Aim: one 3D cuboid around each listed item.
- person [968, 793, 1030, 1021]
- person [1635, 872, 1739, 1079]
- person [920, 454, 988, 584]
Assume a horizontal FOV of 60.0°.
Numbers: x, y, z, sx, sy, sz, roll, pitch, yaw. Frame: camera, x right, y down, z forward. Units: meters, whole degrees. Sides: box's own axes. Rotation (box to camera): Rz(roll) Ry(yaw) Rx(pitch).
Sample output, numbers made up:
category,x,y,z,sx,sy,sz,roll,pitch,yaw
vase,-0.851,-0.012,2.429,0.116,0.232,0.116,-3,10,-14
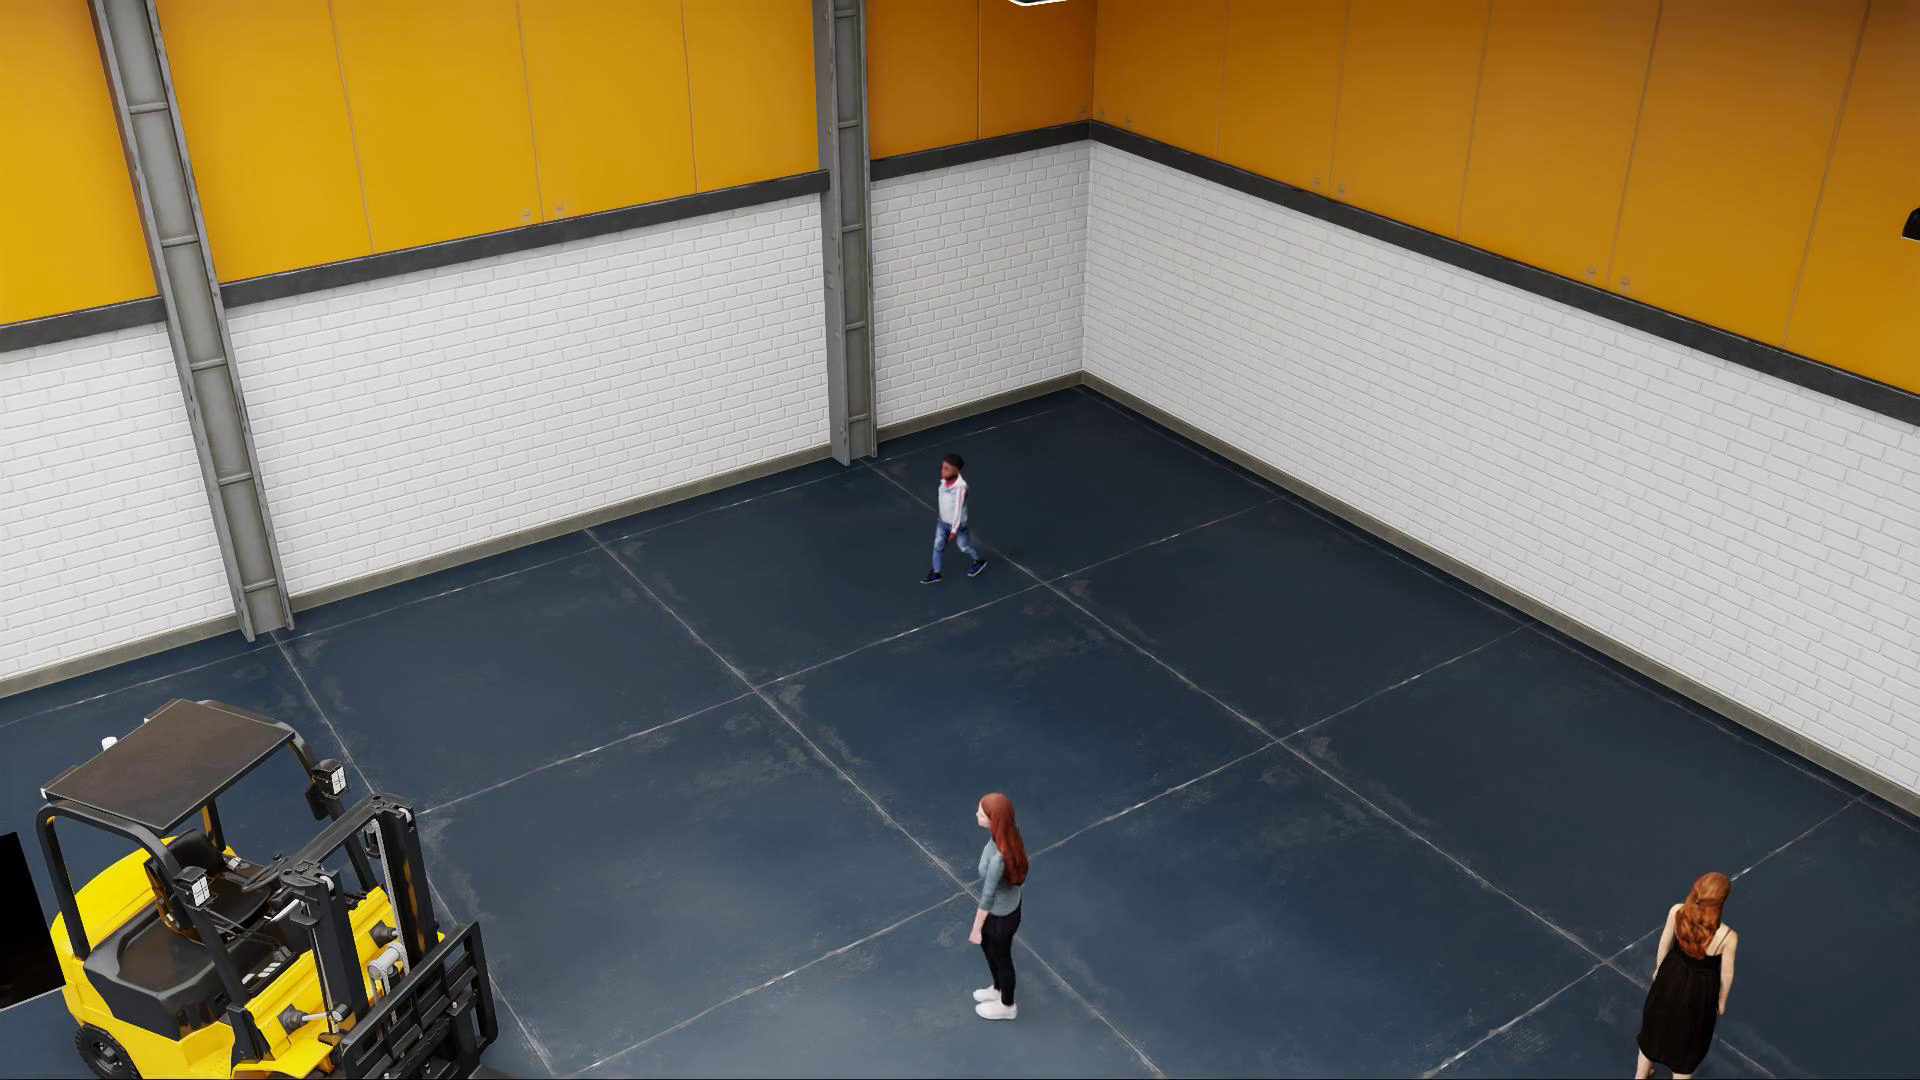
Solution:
category,x,y,z,sx,sy,sz,roll,pitch,yaw
person,0.314,2.231,9.963,0.790,1.735,0.721,7,29,12
person,4.142,2.551,9.490,0.606,1.625,0.608,-25,37,-38
person,-0.003,-0.202,14.933,0.884,1.247,0.505,-21,35,-33
